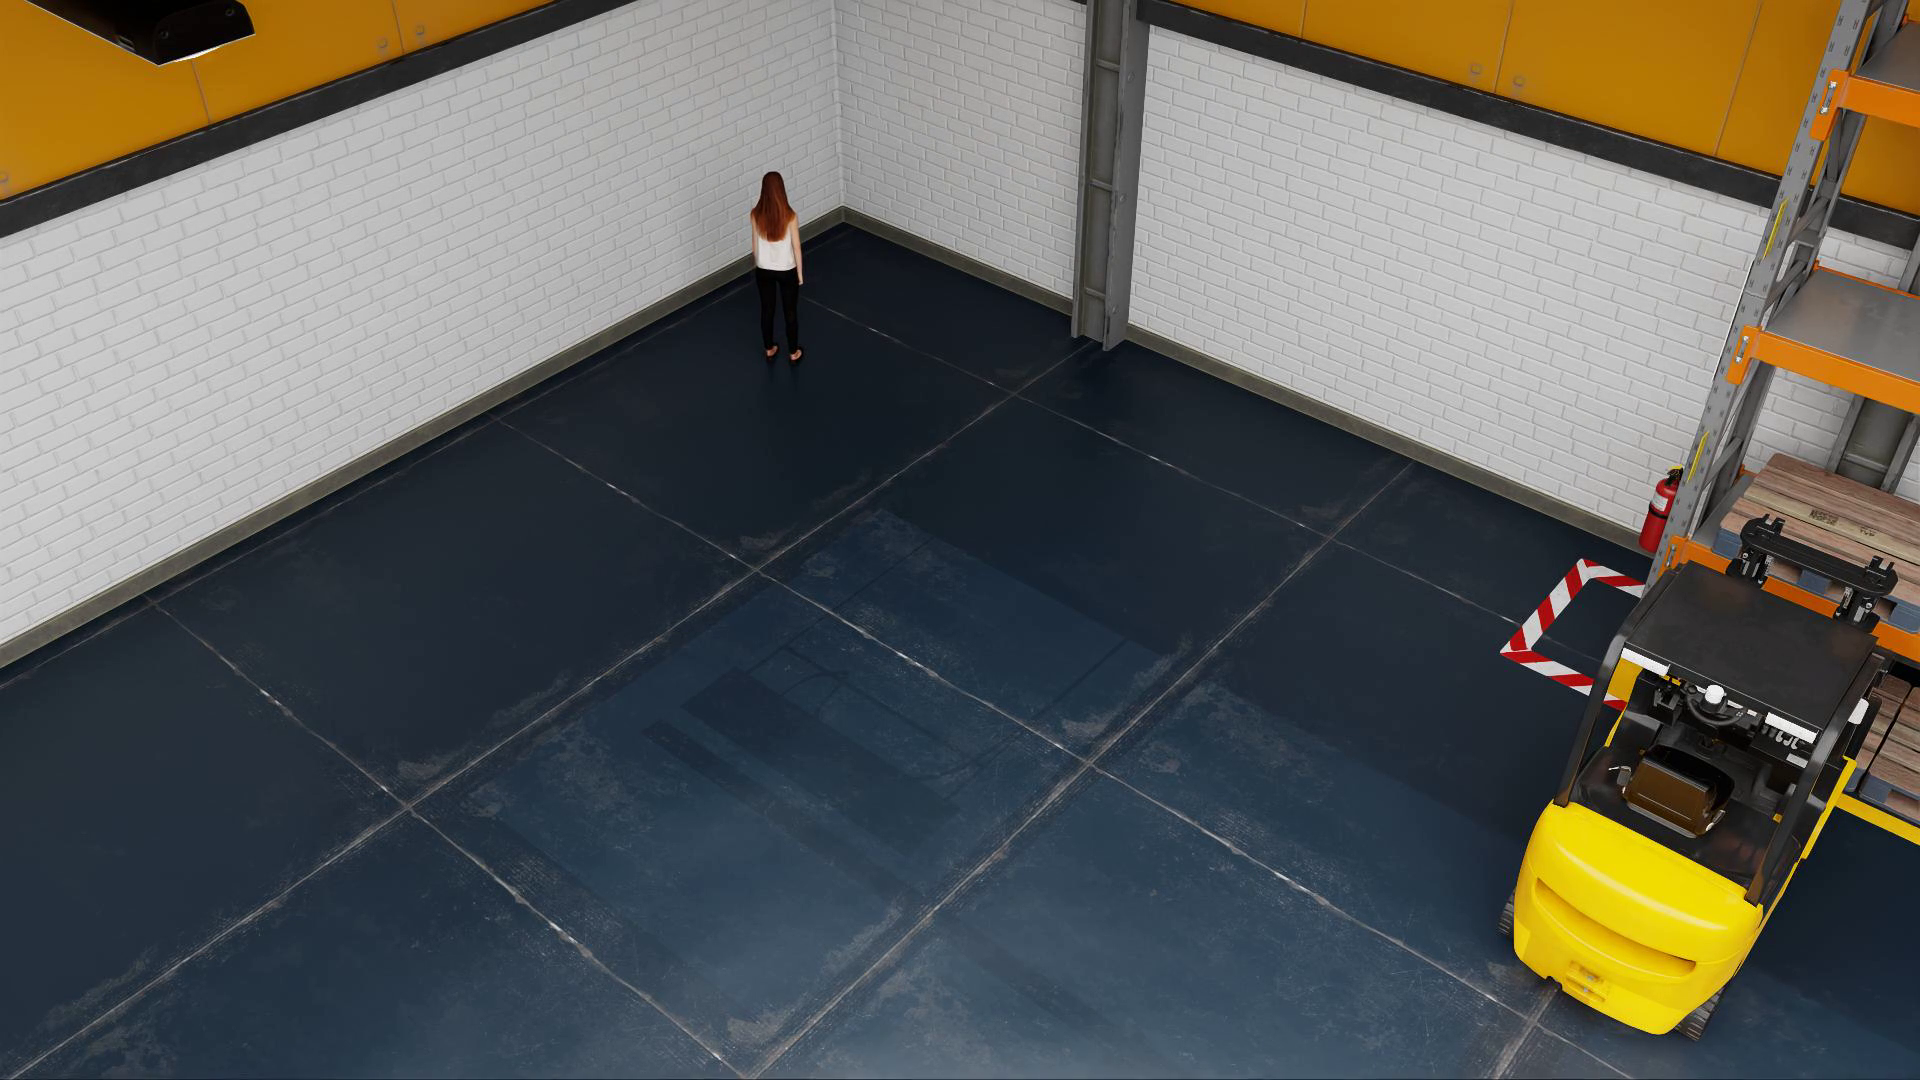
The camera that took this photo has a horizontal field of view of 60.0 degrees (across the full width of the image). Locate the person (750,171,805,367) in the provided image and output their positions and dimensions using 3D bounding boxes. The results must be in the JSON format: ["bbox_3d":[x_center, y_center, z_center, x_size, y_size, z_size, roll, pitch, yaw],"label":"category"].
[{"bbox_3d":[-1.514,-2.227,13.732,0.608,1.720,0.702,5,39,6],"label":"person"}]
